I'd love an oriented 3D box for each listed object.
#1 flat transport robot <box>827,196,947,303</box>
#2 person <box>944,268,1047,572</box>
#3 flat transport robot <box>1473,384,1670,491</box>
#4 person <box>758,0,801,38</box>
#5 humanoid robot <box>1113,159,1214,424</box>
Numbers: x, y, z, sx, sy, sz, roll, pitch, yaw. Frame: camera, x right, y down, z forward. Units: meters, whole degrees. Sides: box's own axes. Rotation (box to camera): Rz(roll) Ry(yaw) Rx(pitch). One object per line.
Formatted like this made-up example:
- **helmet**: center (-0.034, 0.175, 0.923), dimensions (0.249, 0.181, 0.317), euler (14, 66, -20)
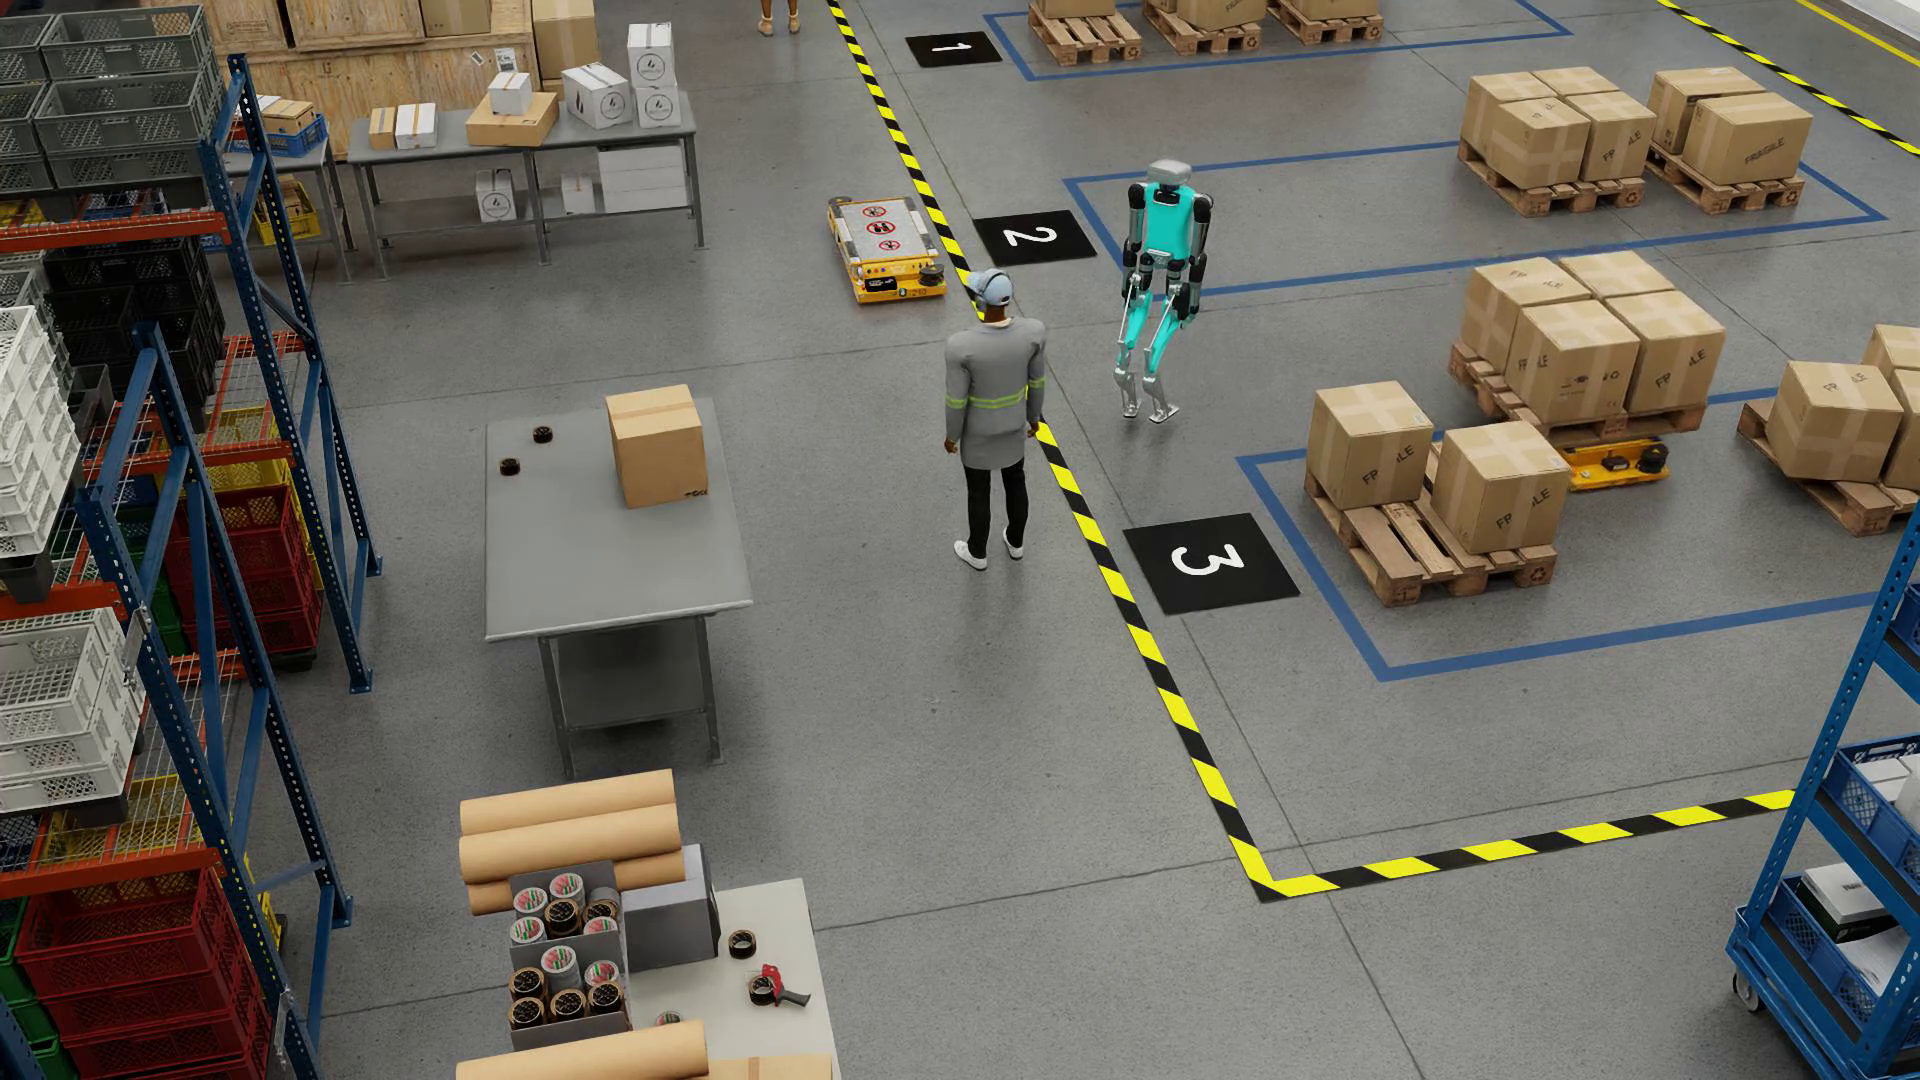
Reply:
- **flat transport robot**: center (-0.570, -2.220, 12.538), dimensions (0.659, 0.231, 1.431), euler (-8, 37, -10)
- **person**: center (0.180, -0.655, 9.108), dimensions (0.595, 1.852, 0.364), euler (-14, 39, -19)
- **flat transport robot**: center (3.864, -0.816, 10.627), dimensions (0.652, 0.197, 1.431), euler (-8, 37, -10)
- **person**: center (-1.805, -5.877, 15.965), dimensions (0.613, 2.044, 0.366), euler (-10, 38, -13)
- **humanoid robot**: center (1.152, -1.443, 10.155), dimensions (0.533, 1.672, 0.735), euler (18, 40, 22)
